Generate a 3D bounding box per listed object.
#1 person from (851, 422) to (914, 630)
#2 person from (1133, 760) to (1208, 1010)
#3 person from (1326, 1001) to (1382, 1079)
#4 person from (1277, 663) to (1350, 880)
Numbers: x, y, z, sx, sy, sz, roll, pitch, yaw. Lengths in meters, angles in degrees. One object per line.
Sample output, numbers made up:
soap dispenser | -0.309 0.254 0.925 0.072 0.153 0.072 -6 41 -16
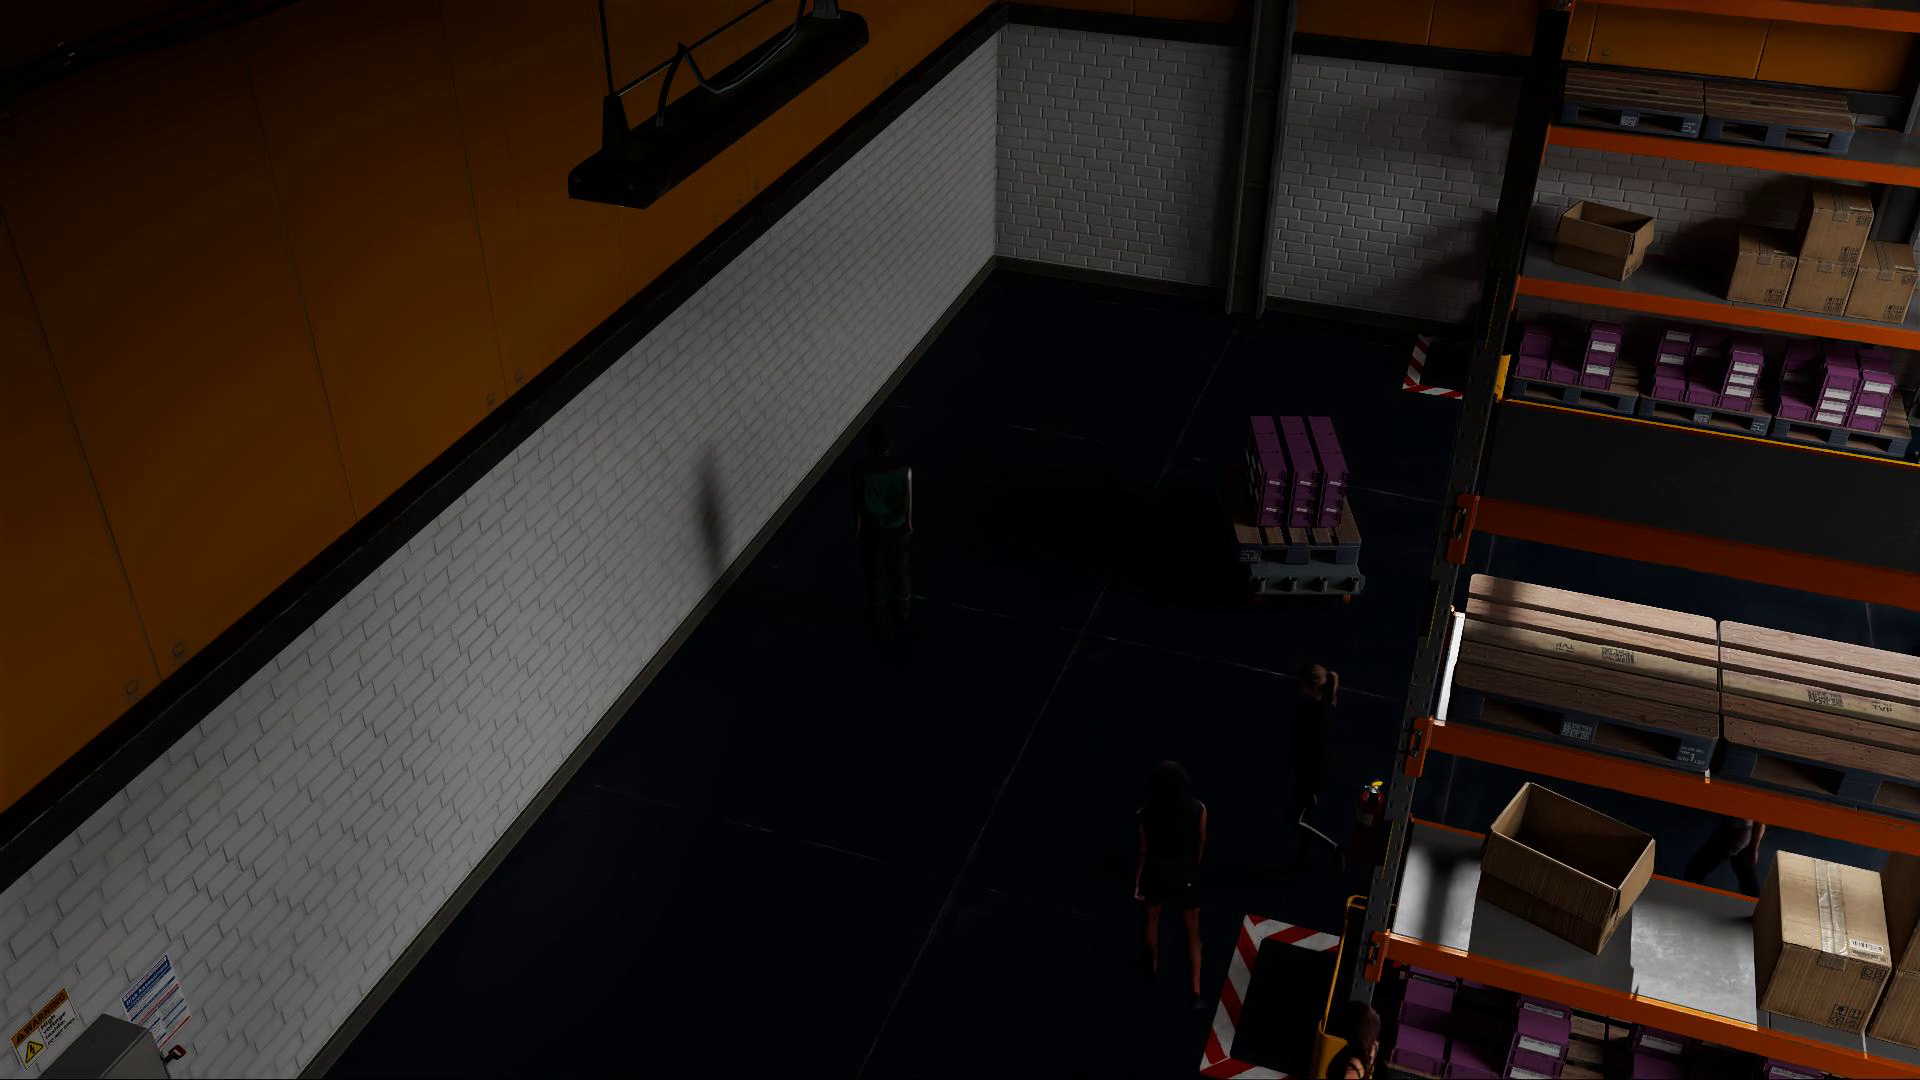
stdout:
person | -0.605 -0.116 13.089 0.698 1.842 0.792 -8 35 -12
person | 1.259 2.080 9.890 0.964 1.727 0.911 -2 34 -3
person | 2.045 3.022 8.636 0.756 1.546 0.642 24 40 31
person | 2.359 1.539 10.747 0.800 1.678 0.689 6 34 8
